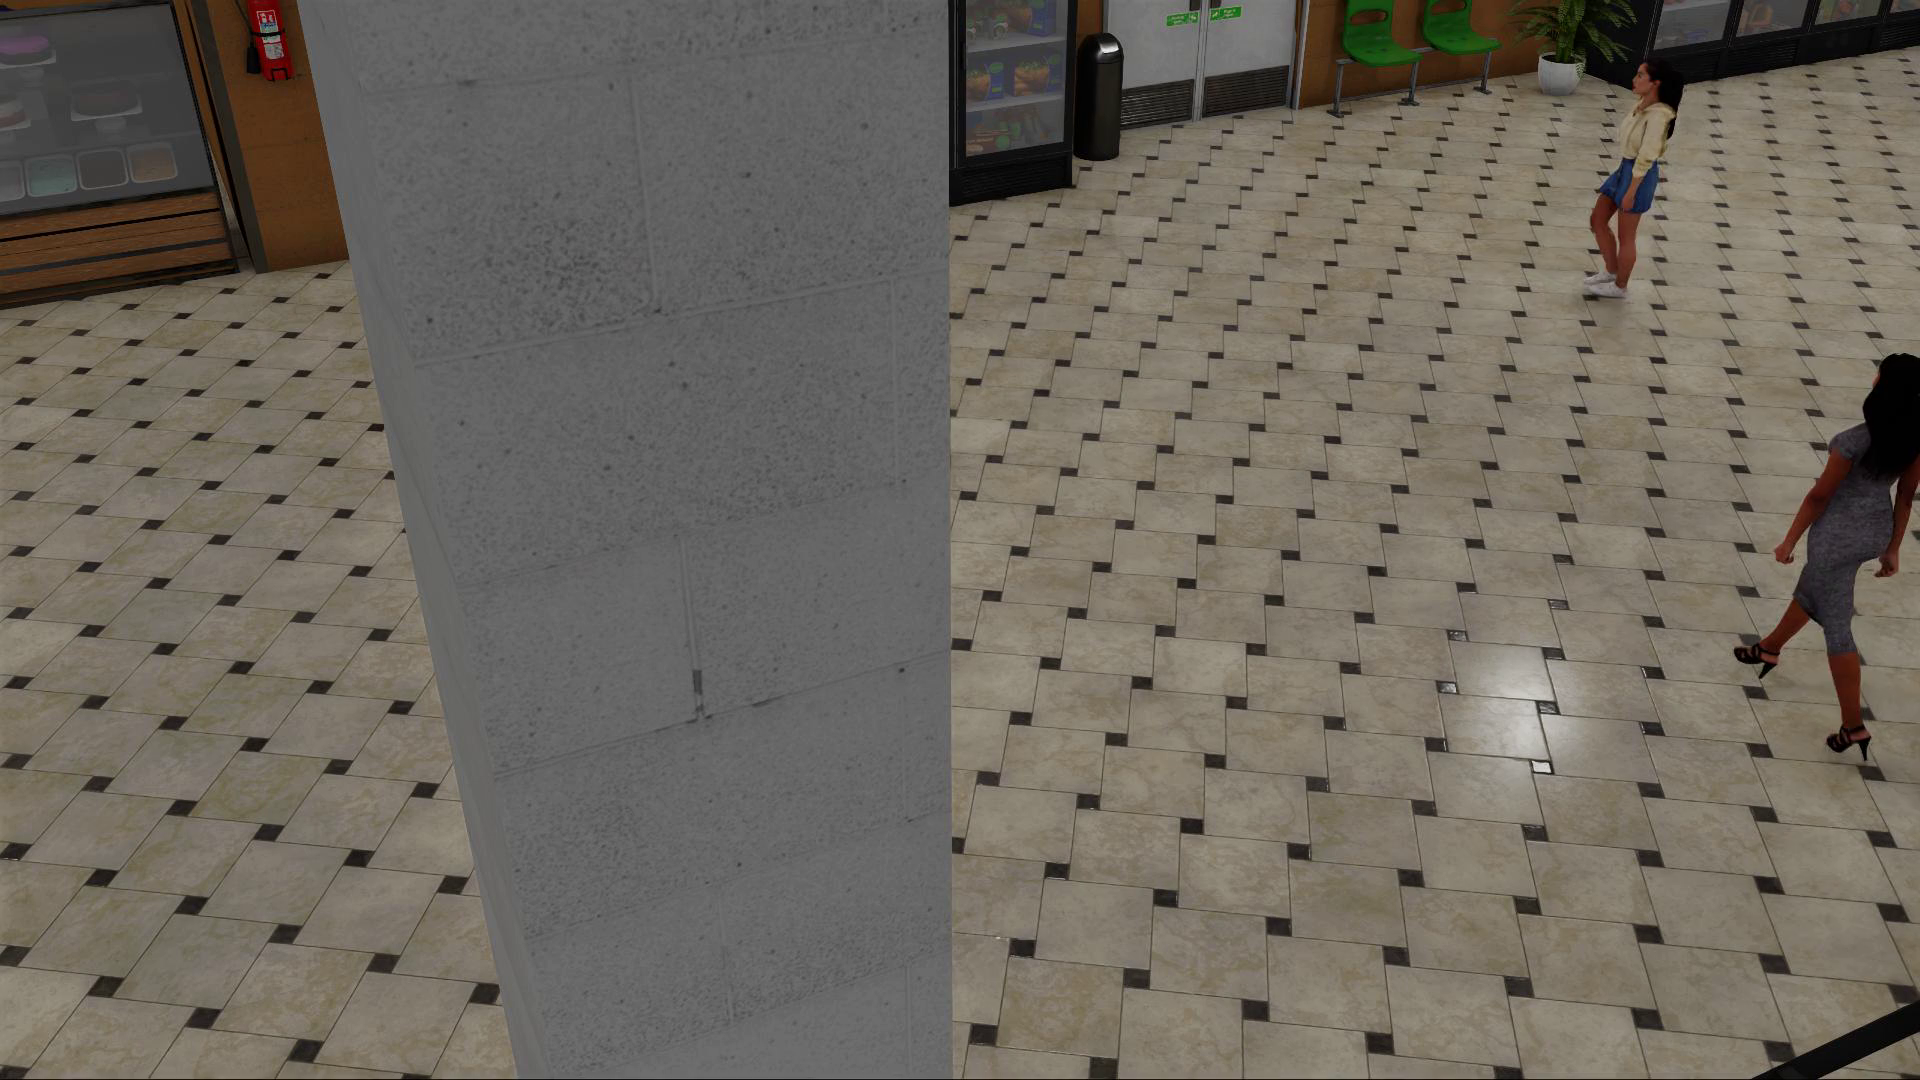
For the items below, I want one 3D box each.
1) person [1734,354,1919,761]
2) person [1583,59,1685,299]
[{"bbox_3d":[3.727,0.109,6.896,0.715,1.736,1.129,-8,33,-13],"label":"person"},{"bbox_3d":[4.526,-2.358,10.968,0.823,1.624,0.722,4,32,6],"label":"person"}]
